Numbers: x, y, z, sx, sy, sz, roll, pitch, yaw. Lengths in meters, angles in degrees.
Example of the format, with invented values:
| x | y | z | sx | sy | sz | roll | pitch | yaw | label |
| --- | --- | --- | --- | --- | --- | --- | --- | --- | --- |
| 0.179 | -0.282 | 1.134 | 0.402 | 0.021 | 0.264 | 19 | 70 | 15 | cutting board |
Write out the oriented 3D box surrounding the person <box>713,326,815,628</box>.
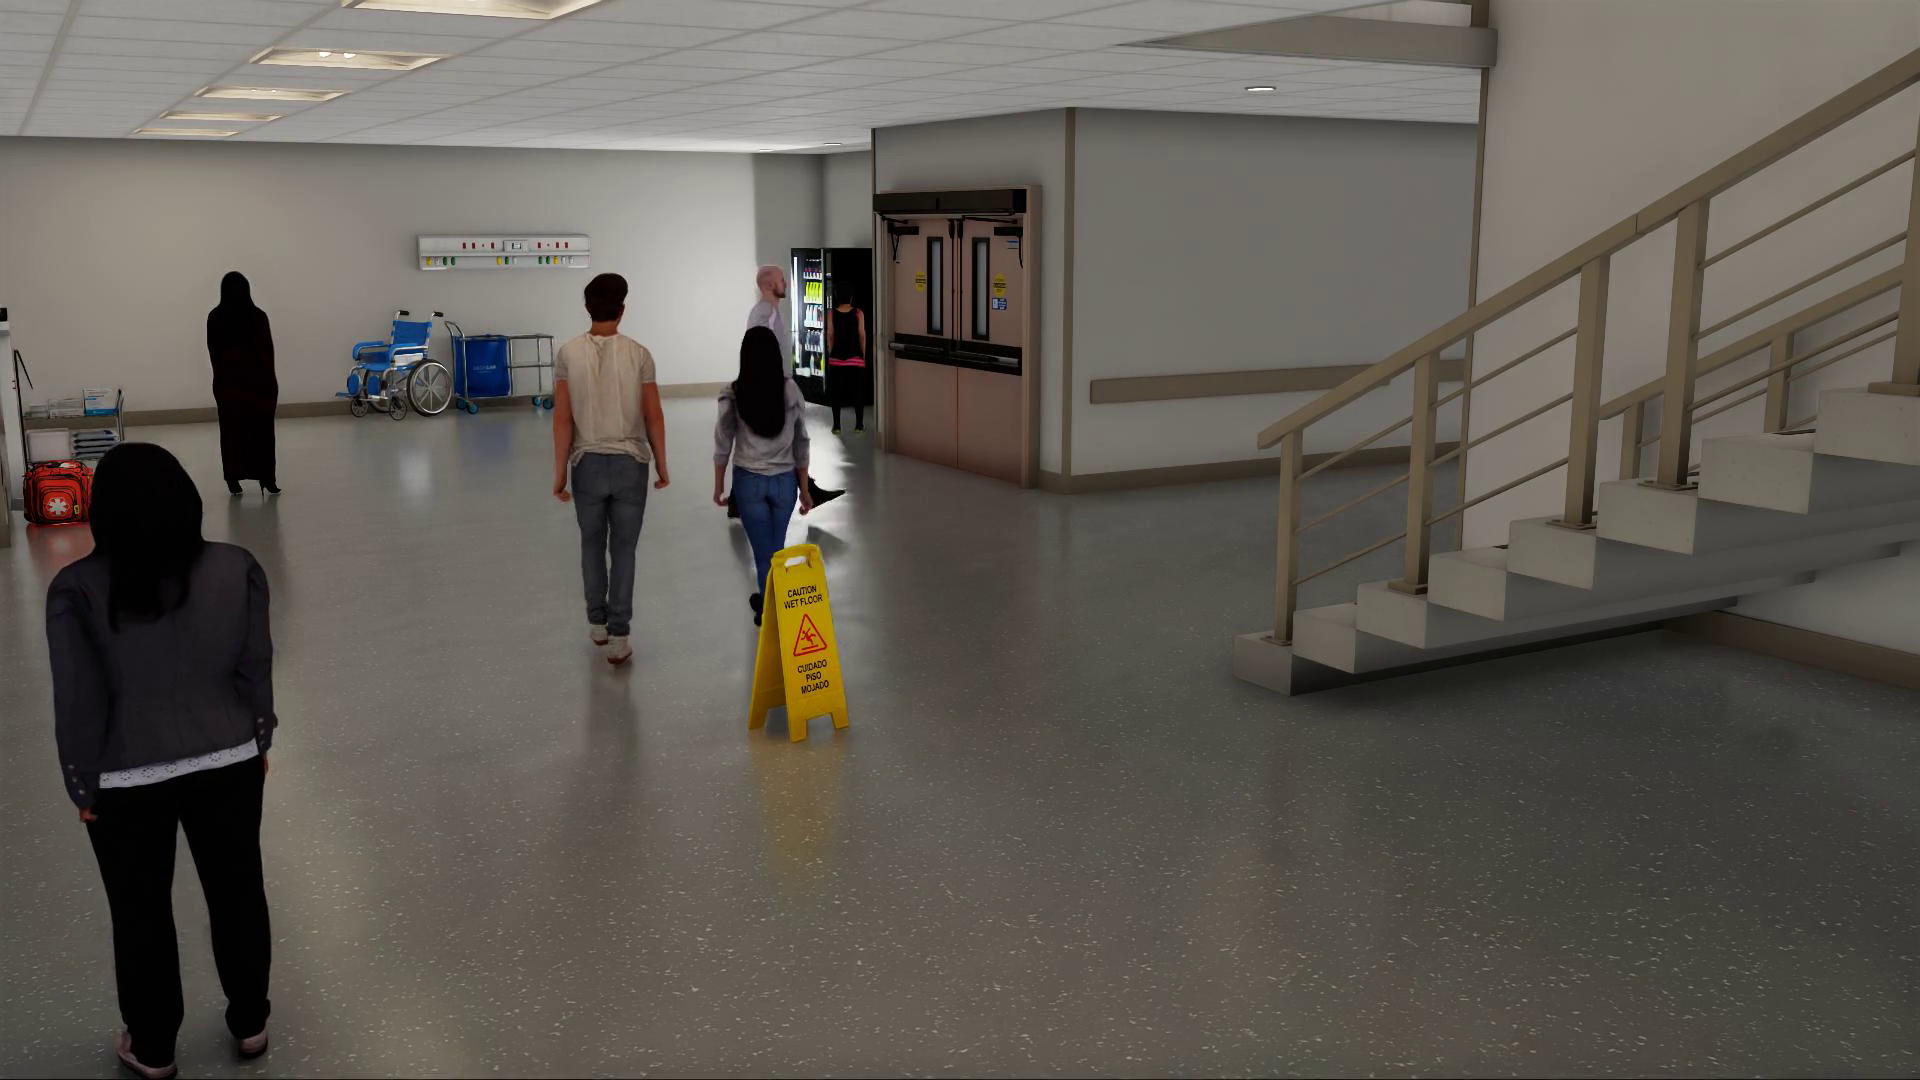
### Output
| x | y | z | sx | sy | sz | roll | pitch | yaw | label |
| --- | --- | --- | --- | --- | --- | --- | --- | --- | --- |
| -0.932 | -0.212 | 8.178 | 0.669 | 1.580 | 1.048 | -5 | 12 | -24 | person |

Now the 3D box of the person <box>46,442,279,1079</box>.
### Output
| x | y | z | sx | sy | sz | roll | pitch | yaw | label |
| --- | --- | --- | --- | --- | --- | --- | --- | --- | --- |
| -1.957 | 0.546 | 4.138 | 0.702 | 1.598 | 0.689 | -8 | 13 | -37 | person |

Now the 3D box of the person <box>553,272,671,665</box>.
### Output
| x | y | z | sx | sy | sz | roll | pitch | yaw | label |
| --- | --- | --- | --- | --- | --- | --- | --- | --- | --- |
| -1.683 | -0.318 | 7.974 | 0.880 | 1.864 | 0.970 | -1 | 11 | -7 | person |

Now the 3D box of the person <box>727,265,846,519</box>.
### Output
| x | y | z | sx | sy | sz | roll | pitch | yaw | label |
| --- | --- | --- | --- | --- | --- | --- | --- | --- | --- |
| -1.480 | -1.034 | 11.927 | 1.031 | 1.797 | 1.146 | -2 | 11 | -8 | person |

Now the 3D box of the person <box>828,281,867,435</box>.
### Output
| x | y | z | sx | sy | sz | roll | pitch | yaw | label |
| --- | --- | --- | --- | --- | --- | --- | --- | --- | --- |
| -1.160 | -1.870 | 16.993 | 0.617 | 1.552 | 0.640 | 0 | 11 | -1 | person |

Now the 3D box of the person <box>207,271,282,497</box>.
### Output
| x | y | z | sx | sy | sz | roll | pitch | yaw | label |
| --- | --- | --- | --- | --- | --- | --- | --- | --- | --- |
| -5.629 | -1.232 | 13.072 | 0.759 | 1.759 | 0.779 | 1 | 11 | 3 | person |
